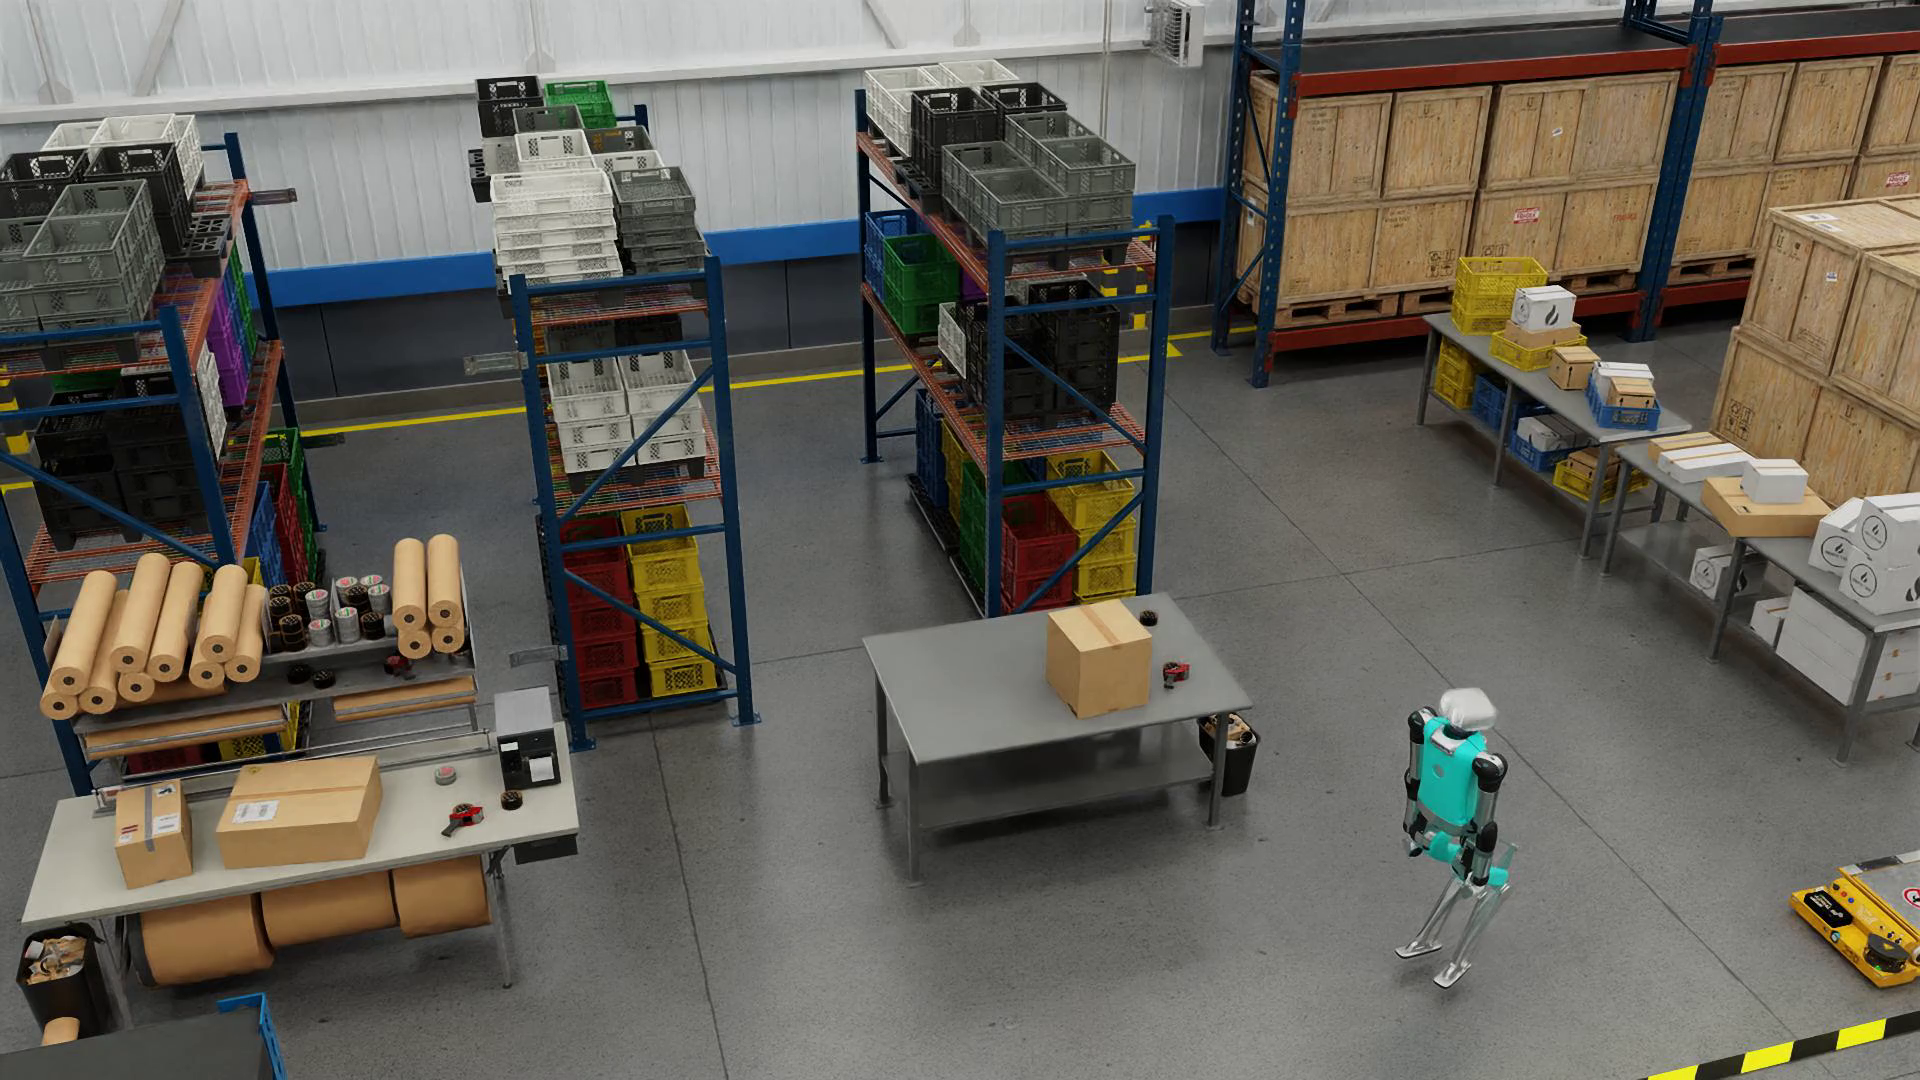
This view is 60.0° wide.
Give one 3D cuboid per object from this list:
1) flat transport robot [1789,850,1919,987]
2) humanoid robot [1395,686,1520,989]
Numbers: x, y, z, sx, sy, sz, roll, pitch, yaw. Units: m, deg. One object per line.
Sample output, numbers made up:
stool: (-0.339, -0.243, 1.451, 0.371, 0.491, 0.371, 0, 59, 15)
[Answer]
flat transport robot: (5.163, 1.916, 8.676, 1.431, 0.231, 0.659, -8, 30, -14)
humanoid robot: (2.469, 1.386, 7.981, 0.735, 1.673, 0.533, -17, 33, -27)
